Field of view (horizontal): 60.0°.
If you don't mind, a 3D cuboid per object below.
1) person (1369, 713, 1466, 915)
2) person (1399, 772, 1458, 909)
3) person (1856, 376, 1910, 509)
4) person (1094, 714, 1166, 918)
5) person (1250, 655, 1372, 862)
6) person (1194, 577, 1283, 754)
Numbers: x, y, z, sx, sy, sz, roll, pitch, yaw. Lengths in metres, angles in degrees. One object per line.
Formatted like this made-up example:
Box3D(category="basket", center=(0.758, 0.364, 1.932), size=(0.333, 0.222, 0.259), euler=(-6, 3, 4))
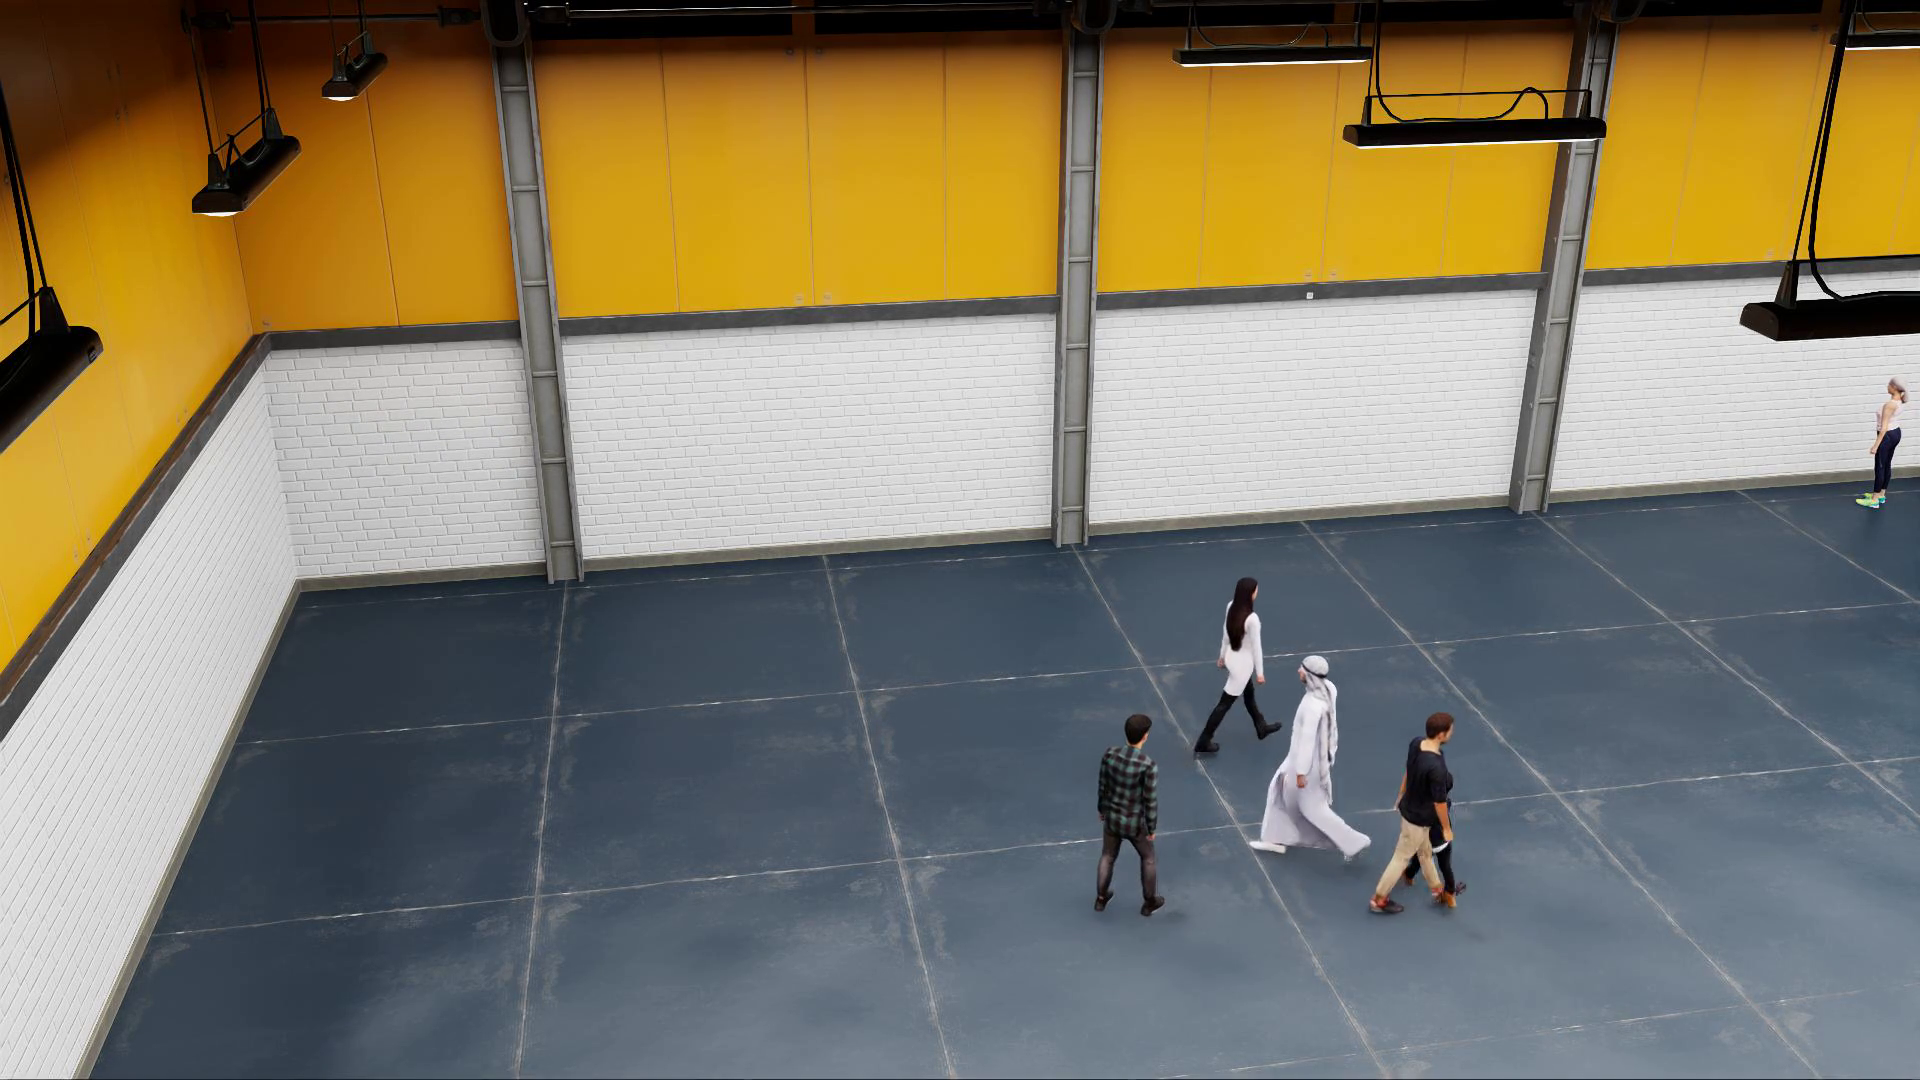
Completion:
Box3D(category="person", center=(3.496, 2.177, 13.057), size=(1.060, 1.816, 0.743), euler=(-1, 24, -3))
Box3D(category="person", center=(3.857, 2.401, 13.326), size=(0.860, 1.190, 0.755), euler=(-13, 27, -28))
Box3D(category="person", center=(11.736, -1.254, 21.045), size=(0.636, 1.706, 0.739), euler=(-20, 30, -37))
Box3D(category="person", center=(1.313, 2.157, 13.019), size=(0.858, 1.696, 0.920), euler=(13, 27, 27))
Box3D(category="person", center=(2.978, 1.848, 13.721), size=(1.321, 1.887, 1.053), euler=(7, 25, 15))
Box3D(category="person", center=(2.493, 1.210, 15.351), size=(1.228, 1.752, 0.788), euler=(-9, 25, -20))
